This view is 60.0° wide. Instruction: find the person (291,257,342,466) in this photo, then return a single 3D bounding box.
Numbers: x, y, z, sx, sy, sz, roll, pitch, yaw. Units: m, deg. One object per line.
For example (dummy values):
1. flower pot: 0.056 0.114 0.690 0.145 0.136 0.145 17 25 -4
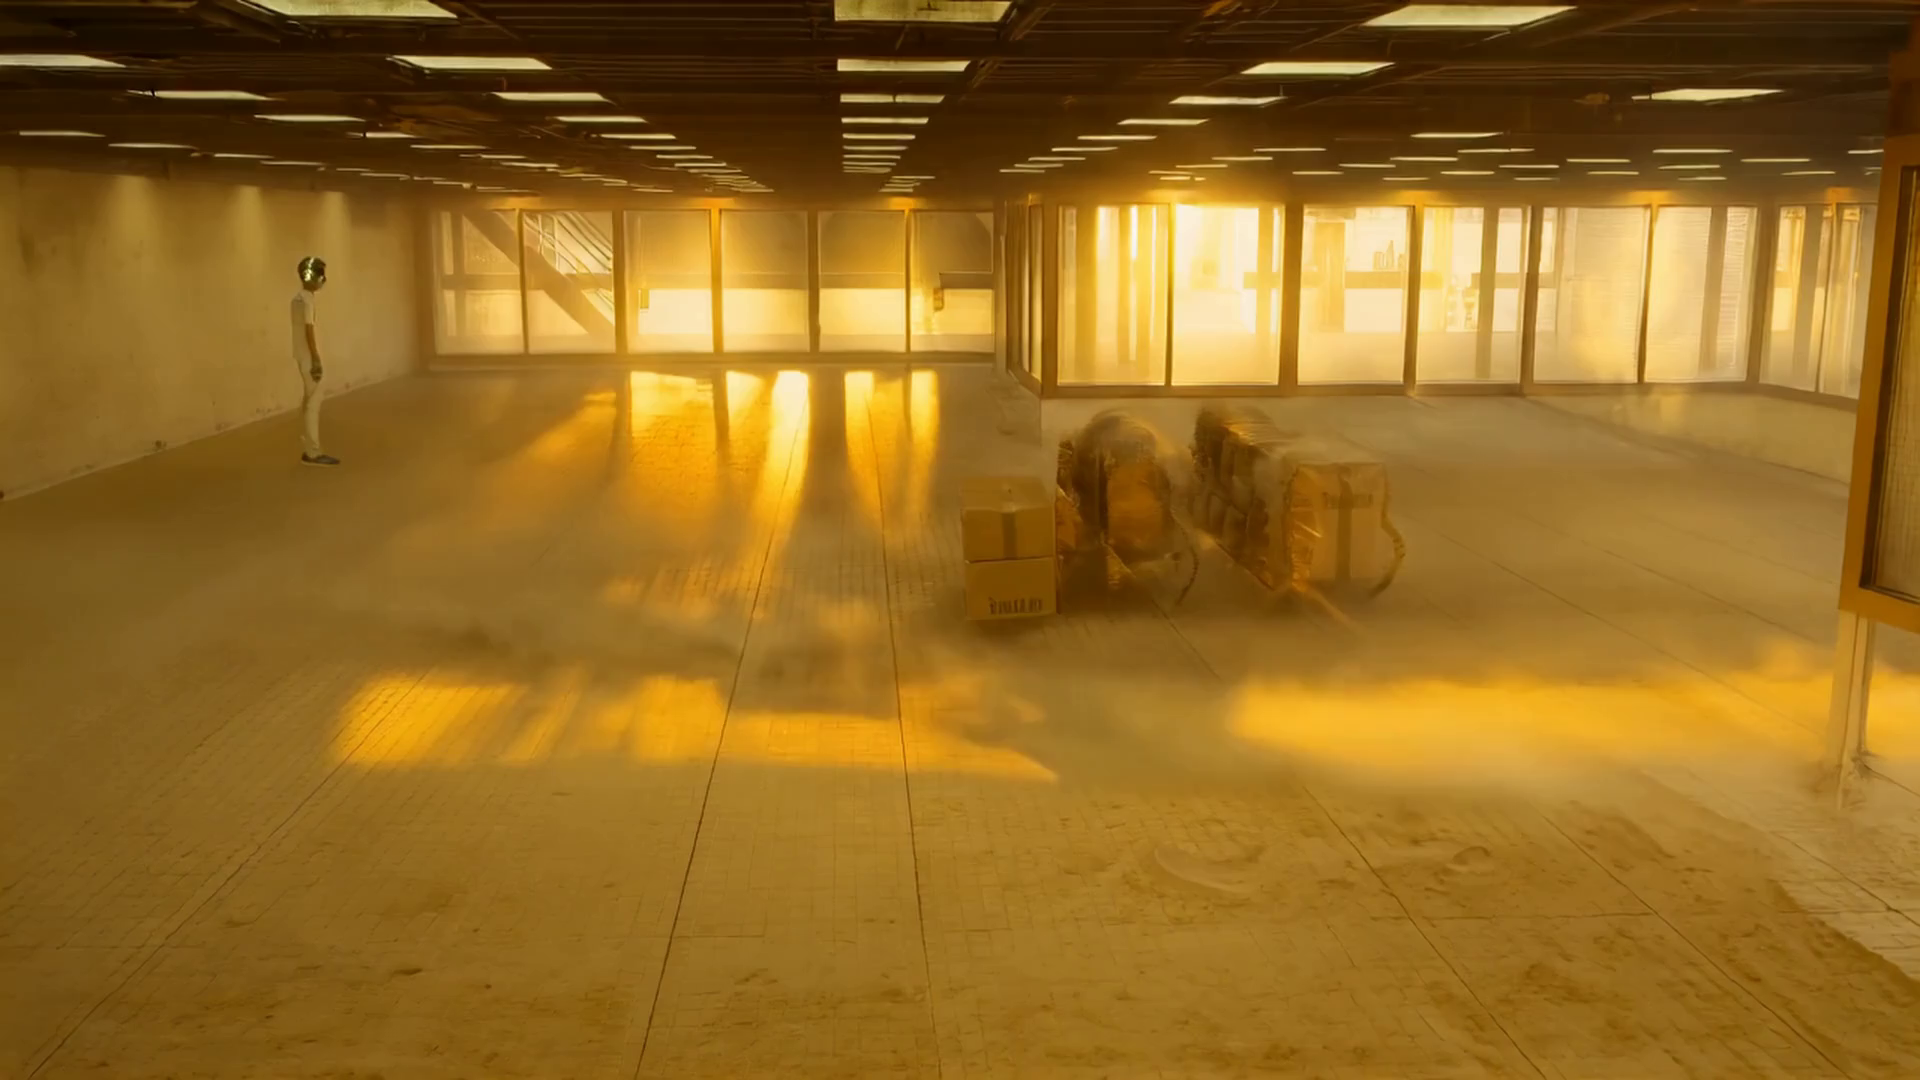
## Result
1. person: -5.812 -1.600 14.945 0.336 1.864 0.515 -6 12 -27
